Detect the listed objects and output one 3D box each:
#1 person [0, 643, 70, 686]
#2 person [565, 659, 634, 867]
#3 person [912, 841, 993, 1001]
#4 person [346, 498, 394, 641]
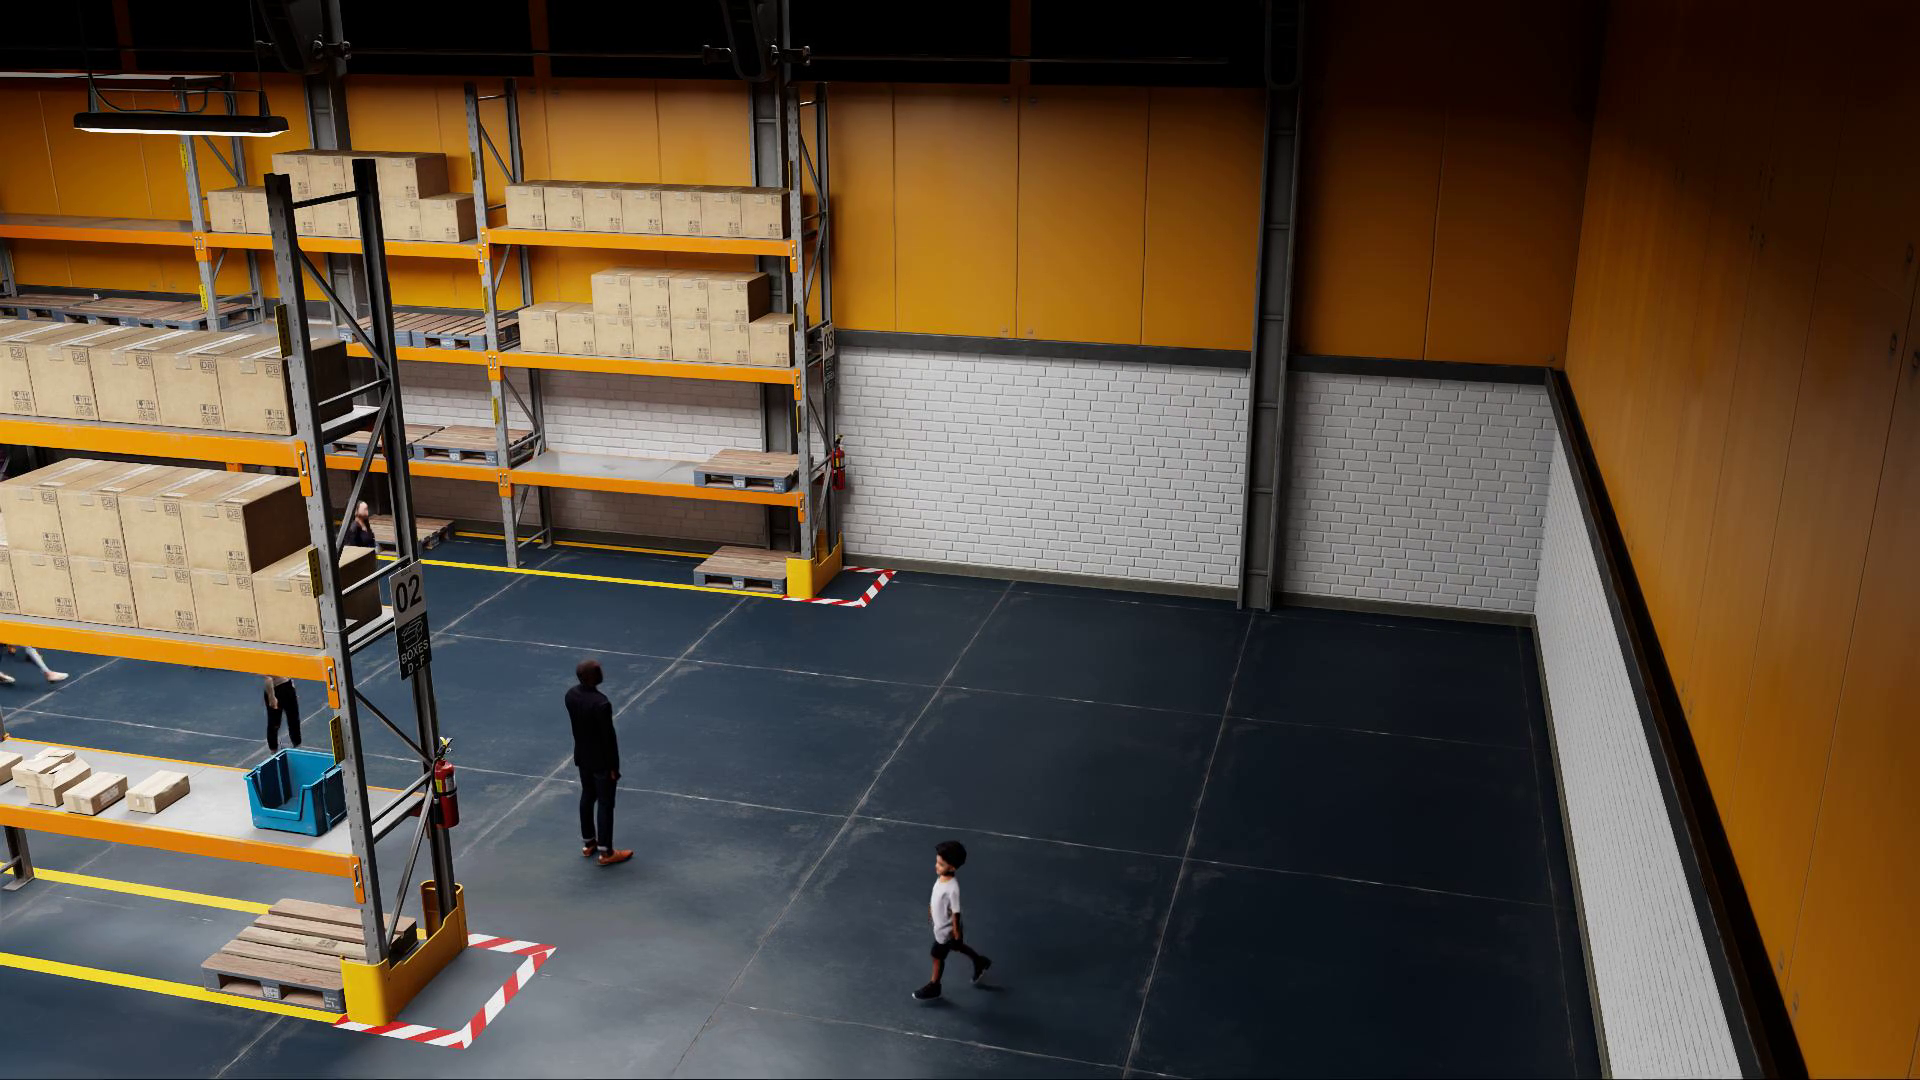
[{"bbox_3d":[-10.034,0.722,17.420,1.173,1.743,0.707,3,19,8],"label":"person"},{"bbox_3d":[-3.064,1.847,13.962,0.718,1.819,0.845,17,25,40],"label":"person"},{"bbox_3d":[-0.035,2.756,12.165,0.917,1.242,0.747,-5,19,-15],"label":"person"},{"bbox_3d":[-6.743,0.342,18.640,1.013,1.685,0.721,1,19,3],"label":"person"}]
